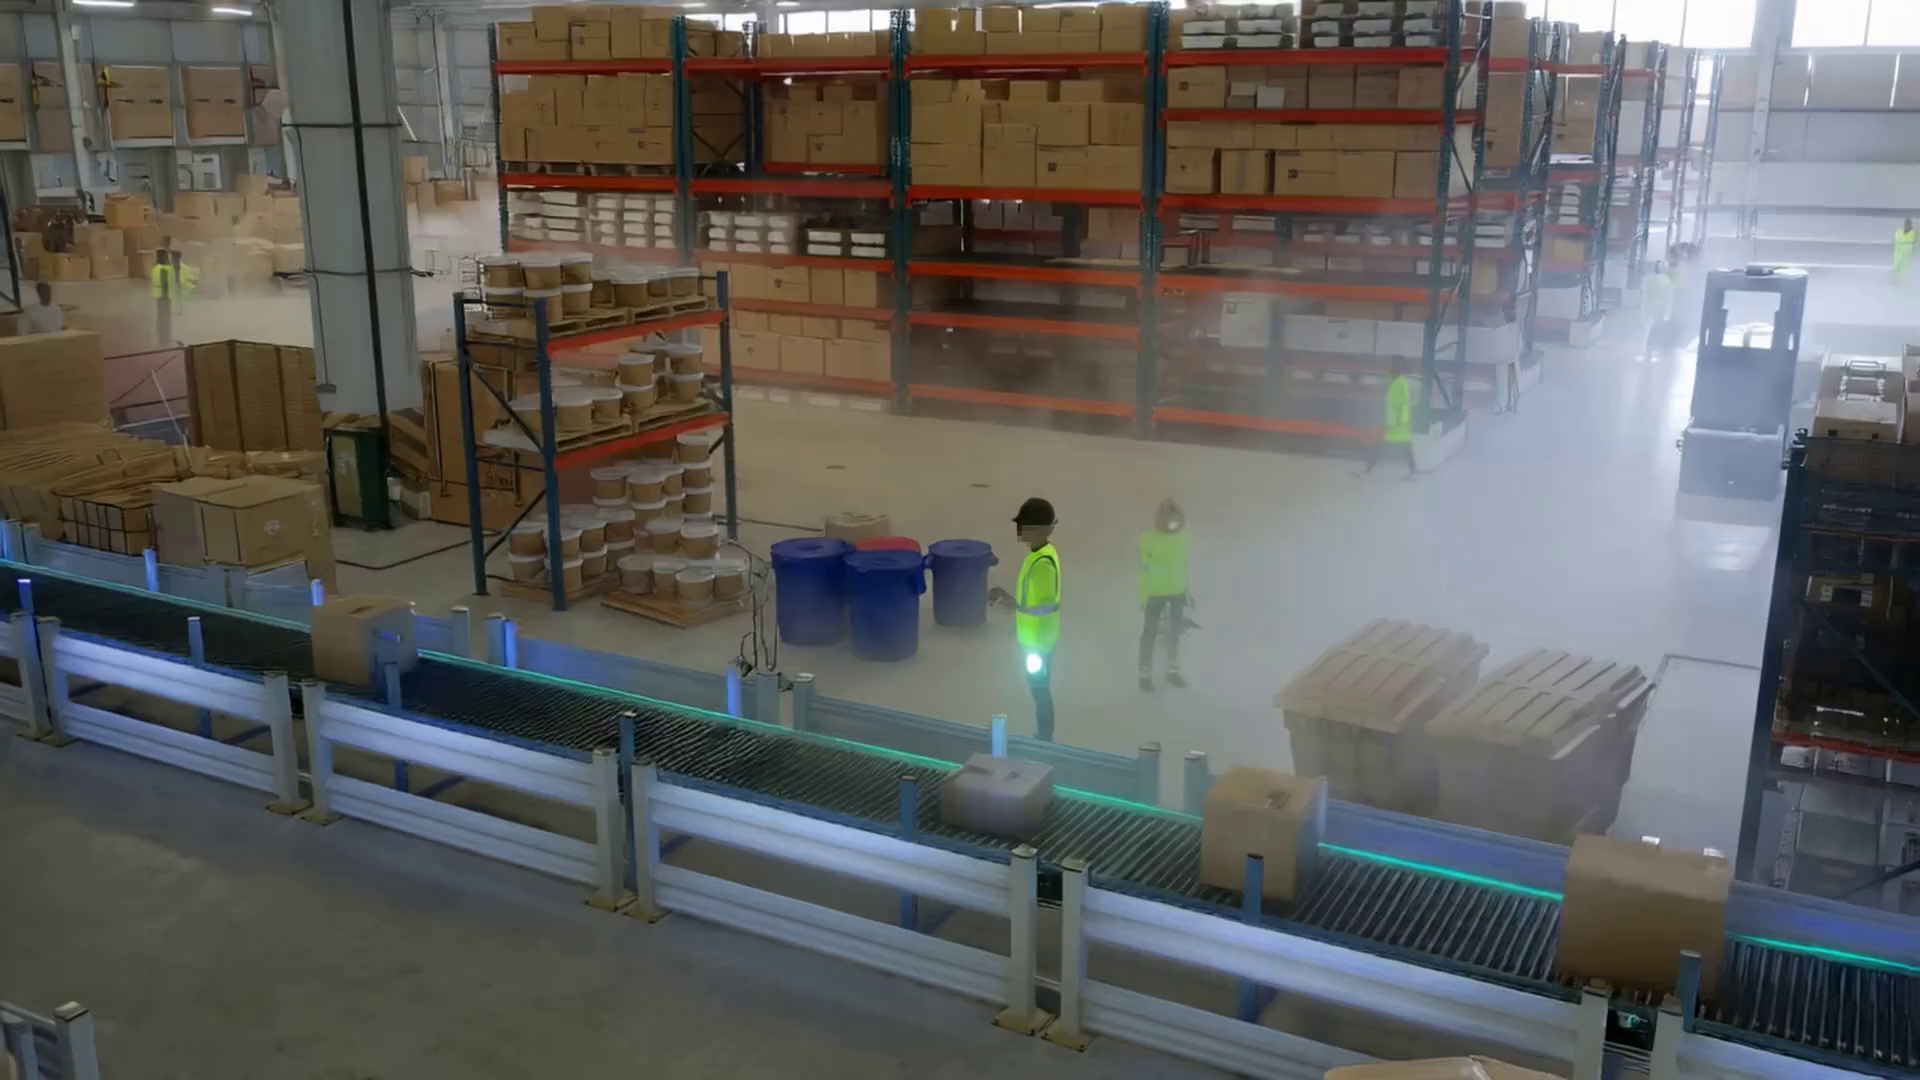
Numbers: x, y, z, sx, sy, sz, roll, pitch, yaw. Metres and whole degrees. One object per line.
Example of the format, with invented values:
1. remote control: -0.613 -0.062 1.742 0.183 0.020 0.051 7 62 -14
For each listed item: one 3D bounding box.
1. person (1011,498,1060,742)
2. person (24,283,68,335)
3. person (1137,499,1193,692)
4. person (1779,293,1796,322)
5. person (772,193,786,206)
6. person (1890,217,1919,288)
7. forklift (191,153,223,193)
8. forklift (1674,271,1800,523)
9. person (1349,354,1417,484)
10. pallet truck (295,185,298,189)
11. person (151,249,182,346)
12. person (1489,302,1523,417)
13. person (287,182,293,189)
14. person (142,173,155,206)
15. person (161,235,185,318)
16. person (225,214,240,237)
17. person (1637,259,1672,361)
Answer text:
1. person: 0.546 0.690 12.103 0.364 2.048 0.611 0 15 1
2. person: -14.620 -3.173 26.836 0.912 1.927 0.638 8 17 27
3. person: 1.698 0.453 13.788 0.506 1.631 0.270 -5 16 -18
4. person: 15.636 -4.240 31.427 0.285 1.633 0.497 4 15 13
5. person: -5.949 -10.771 55.588 0.627 1.839 0.429 2 15 8
6. person: 24.445 -7.440 43.097 0.571 1.825 0.457 8 17 28
7. forklift: -27.852 -12.924 61.684 1.873 2.768 1.129 8 17 28
8. forklift: 9.269 -1.763 19.726 1.129 2.768 1.873 8 17 27
9. person: 5.465 -1.537 21.216 0.890 1.647 0.531 6 16 20
10. pallet truck: -26.804 -14.617 69.738 1.885 1.965 0.823 -14 20 -42
11. person: -15.822 -4.805 33.011 0.371 1.915 0.595 -14 20 -42
12. person: 8.458 -2.801 25.763 0.533 1.767 0.326 -9 17 -29
13. person: -23.472 -11.581 58.442 0.372 1.940 0.631 5 16 19
14. person: -32.144 -13.557 65.909 0.495 1.908 0.603 -8 17 -27
15. person: -17.612 -5.864 37.134 0.529 1.852 0.698 -6 16 -22
16. person: -19.322 -7.817 44.530 0.627 1.816 0.804 2 15 9
17. person: 13.045 -4.305 31.174 0.398 1.899 0.649 -9 17 -30
